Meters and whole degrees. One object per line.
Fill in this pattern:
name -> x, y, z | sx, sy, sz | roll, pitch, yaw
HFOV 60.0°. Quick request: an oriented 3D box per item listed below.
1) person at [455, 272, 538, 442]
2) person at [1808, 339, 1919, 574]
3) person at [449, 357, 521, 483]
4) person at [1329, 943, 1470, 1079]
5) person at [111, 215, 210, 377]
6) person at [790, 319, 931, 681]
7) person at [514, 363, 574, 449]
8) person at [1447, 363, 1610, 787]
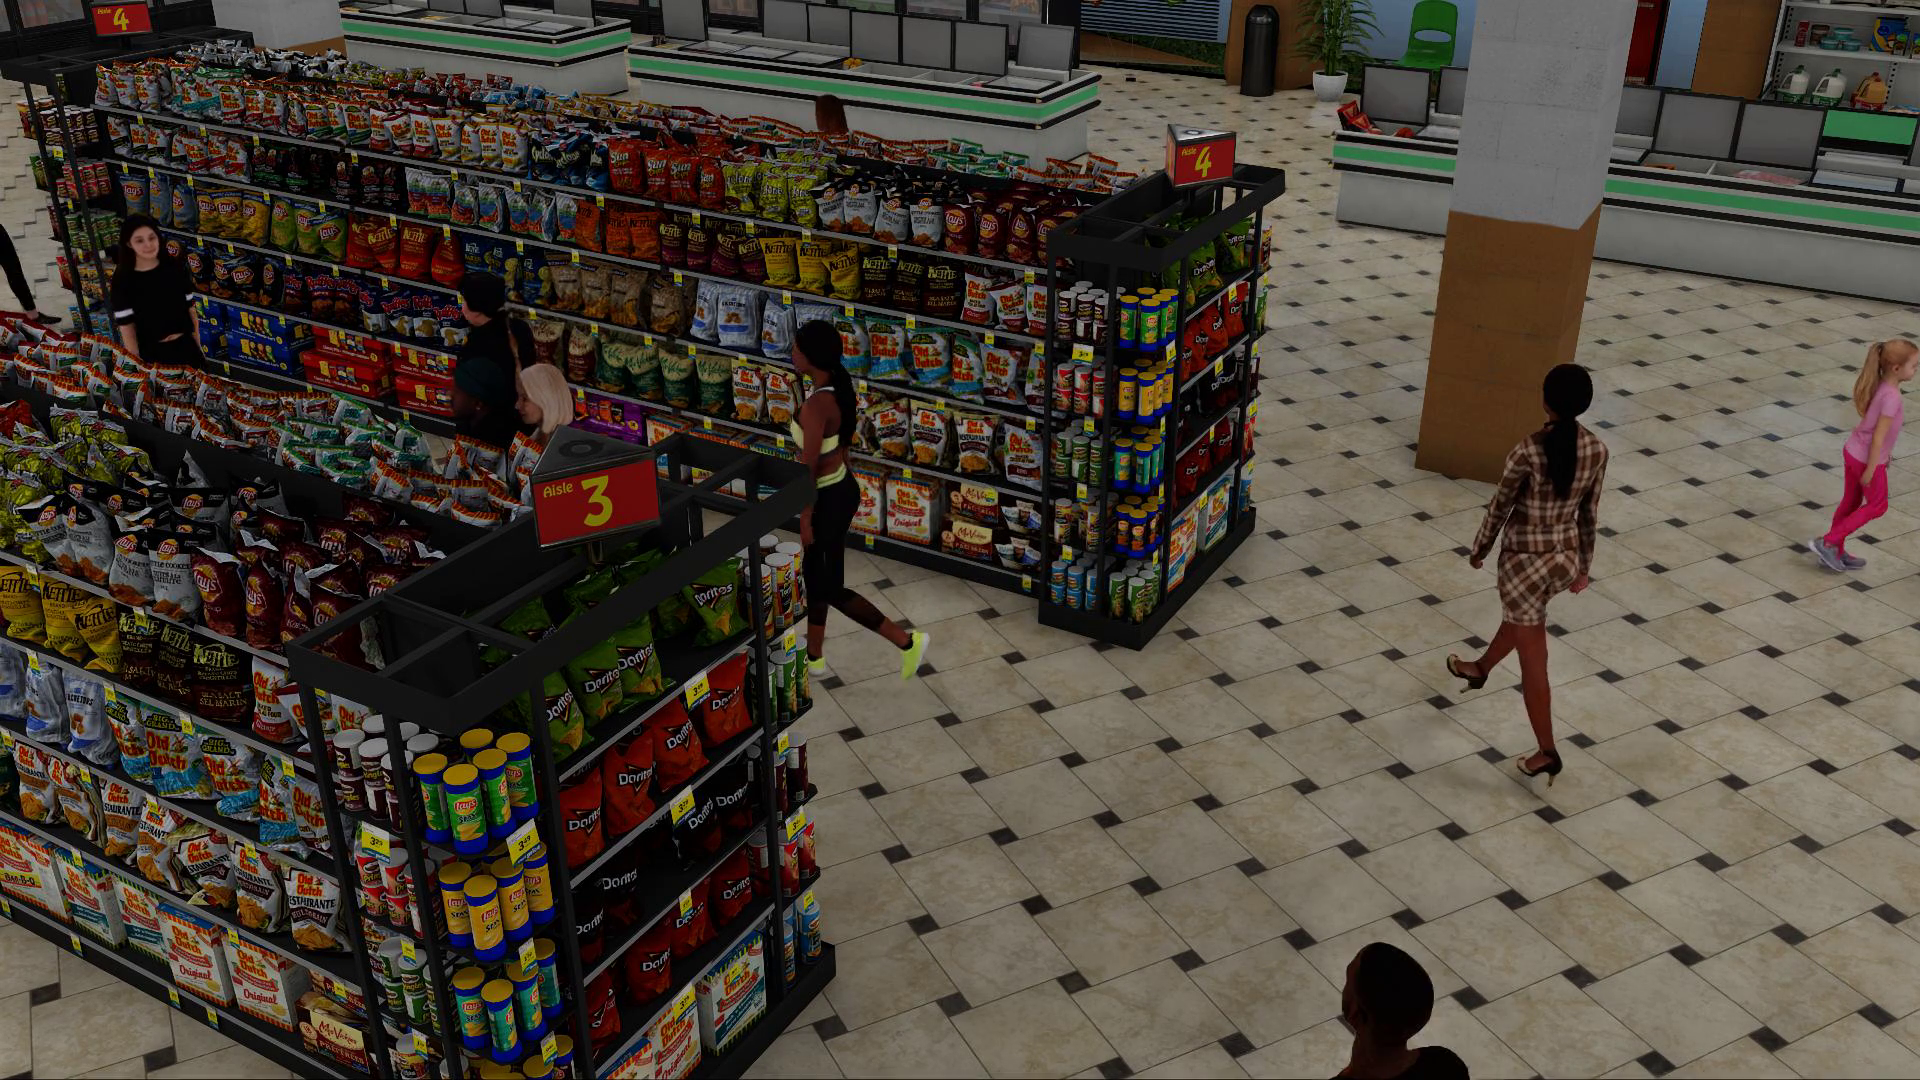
person -> -2.166, -0.489, 8.188 | 0.766, 1.665, 0.792 | 8, 28, 14
person -> 4.584, -0.429, 8.515 | 0.648, 1.262, 0.570 | 5, 27, 10
person -> -1.874, 0.096, 6.864 | 0.813, 1.818, 0.760 | -6, 27, -12
person -> 0.907, 1.703, 3.722 | 0.791, 1.793, 0.832 | -11, 29, -20
person -> -4.484, -1.038, 9.334 | 1.038, 1.606, 0.752 | 23, 35, 38
person -> -0.499, -0.114, 7.371 | 1.069, 1.733, 0.738 | 7, 28, 14
person -> -1.634, 0.079, 6.974 | 0.686, 1.749, 0.555 | -21, 33, -35
person -> 2.379, 0.200, 6.747 | 1.062, 1.738, 1.142 | -8, 28, -15
